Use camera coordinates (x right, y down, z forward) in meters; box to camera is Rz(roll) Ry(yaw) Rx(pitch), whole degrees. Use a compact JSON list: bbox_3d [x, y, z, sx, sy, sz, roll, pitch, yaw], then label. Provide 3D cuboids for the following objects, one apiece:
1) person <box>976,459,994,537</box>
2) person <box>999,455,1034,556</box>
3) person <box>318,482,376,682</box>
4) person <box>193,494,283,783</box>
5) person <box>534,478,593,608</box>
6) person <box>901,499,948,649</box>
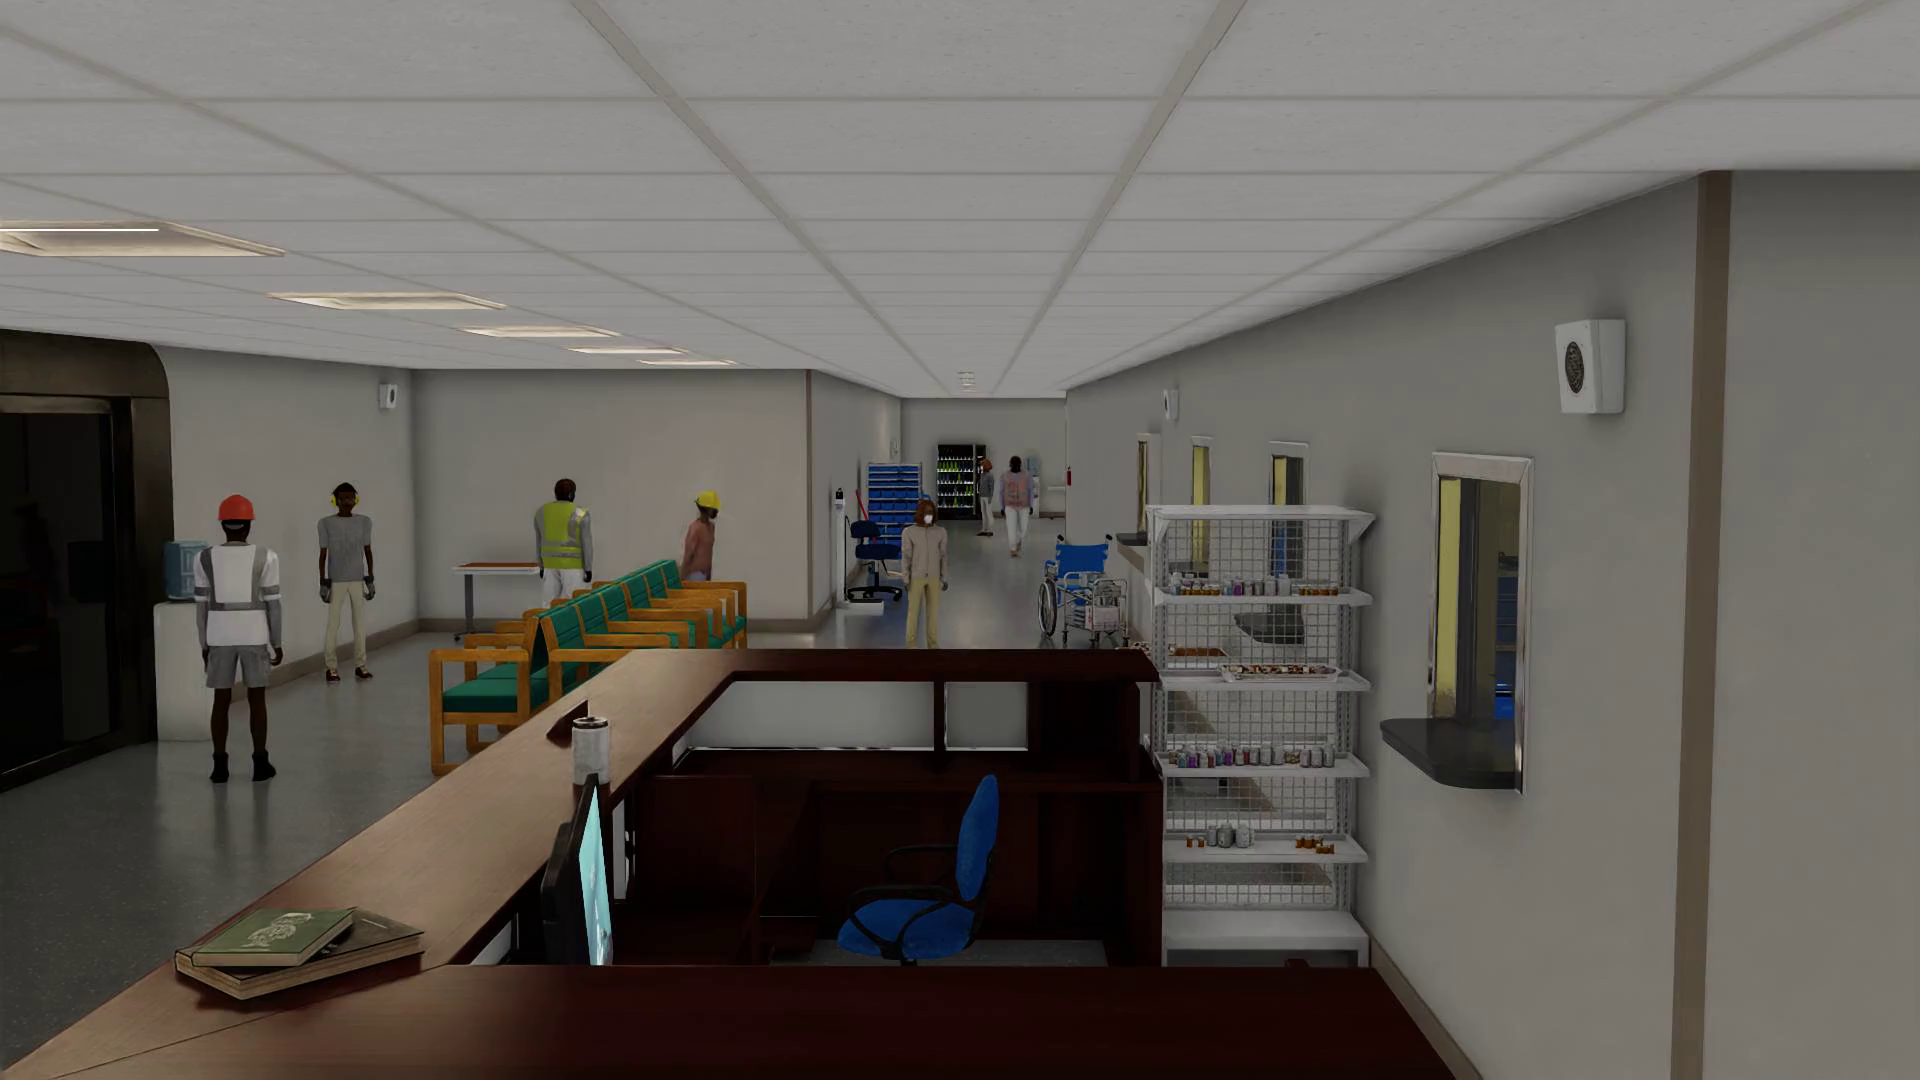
[{"bbox_3d":[0.543,-0.882,34.872,0.286,1.633,0.499,-2,5,-30],"label":"person"},{"bbox_3d":[1.007,-0.621,29.921,0.628,1.823,0.678,0,4,-4],"label":"person"},{"bbox_3d":[-5.721,0.389,15.521,0.504,1.861,0.326,-3,5,-35],"label":"person"},{"bbox_3d":[-4.852,0.659,11.214,0.546,1.930,0.388,-1,4,-12],"label":"person"},{"bbox_3d":[-4.100,0.277,17.275,0.626,1.834,0.432,1,4,13],"label":"person"},{"bbox_3d":[-0.357,0.400,16.882,0.499,1.634,0.288,-2,4,-24],"label":"person"}]
